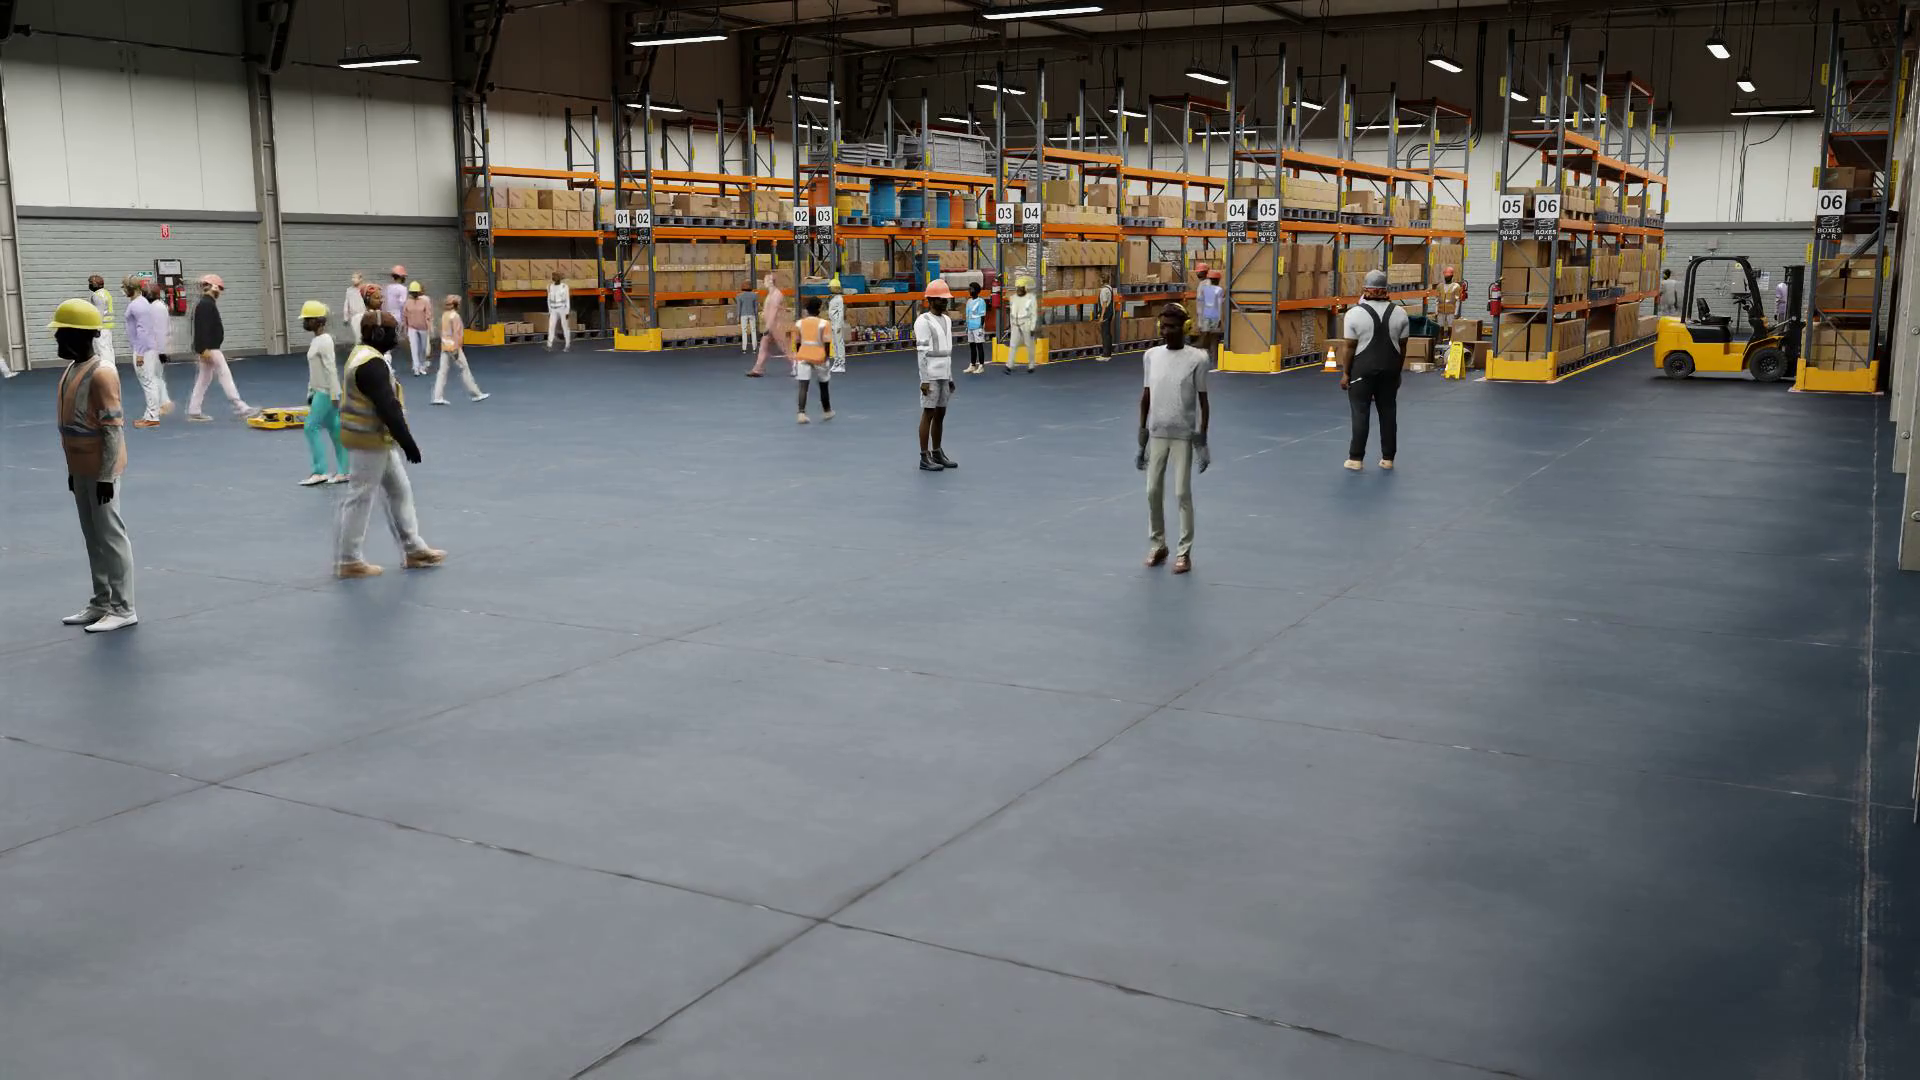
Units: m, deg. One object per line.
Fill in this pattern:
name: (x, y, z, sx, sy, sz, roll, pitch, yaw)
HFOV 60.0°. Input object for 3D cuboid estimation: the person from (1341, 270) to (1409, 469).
person: (4.207, -1.741, 17.032, 0.673, 2.000, 0.536, -1, 10, -7)

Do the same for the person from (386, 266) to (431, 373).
person: (-10.436, -4.118, 31.093, 0.630, 1.984, 1.066, 6, 12, 34)

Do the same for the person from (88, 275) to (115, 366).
person: (-15.070, -3.714, 29.167, 0.428, 1.842, 0.631, -2, 10, -13)

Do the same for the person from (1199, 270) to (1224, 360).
person: (5.205, -4.651, 34.517, 0.562, 1.895, 0.976, 8, 12, 37)

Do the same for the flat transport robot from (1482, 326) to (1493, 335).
flat transport robot: (14.648, -5.766, 45.770, 0.652, 0.197, 1.431, 7, 12, 34)

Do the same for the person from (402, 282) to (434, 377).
person: (-9.867, -3.851, 30.310, 0.540, 1.718, 0.912, -3, 10, -15)

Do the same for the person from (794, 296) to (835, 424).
person: (-1.913, -2.357, 21.773, 0.549, 1.646, 0.865, 3, 10, 18)

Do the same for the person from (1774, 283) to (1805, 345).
person: (18.404, -5.081, 36.954, 0.580, 1.919, 0.397, 5, 11, 25)

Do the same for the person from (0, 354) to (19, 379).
person: (-17.042, -3.595, 29.174, 0.535, 1.598, 0.826, 6, 11, 32)

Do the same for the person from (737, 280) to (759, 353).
person: (-4.767, -5.007, 37.345, 0.497, 1.633, 0.284, -4, 10, -20)

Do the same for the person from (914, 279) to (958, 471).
person: (-0.228, -1.676, 16.952, 0.359, 1.938, 0.547, 6, 11, 31)

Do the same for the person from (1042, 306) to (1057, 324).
person: (1.904, -5.205, 37.662, 0.629, 1.932, 0.373, 0, 10, -2)

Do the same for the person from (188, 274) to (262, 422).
person: (-9.795, -2.525, 21.958, 0.939, 1.924, 0.689, -6, 11, -32)

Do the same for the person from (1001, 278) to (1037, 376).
person: (1.118, -3.894, 30.405, 0.616, 1.771, 0.969, 6, 11, 30)

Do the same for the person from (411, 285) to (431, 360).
person: (-11.338, -4.574, 34.873, 0.511, 1.615, 0.519, 4, 10, 22)

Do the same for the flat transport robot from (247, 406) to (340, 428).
flat transport robot: (-8.331, -1.602, 21.392, 0.652, 0.197, 1.431, 10, 14, 44)

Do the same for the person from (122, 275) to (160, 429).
person: (-10.368, -2.378, 21.069, 0.375, 1.936, 0.628, -4, 11, -24)

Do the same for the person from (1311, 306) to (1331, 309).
person: (9.138, -5.815, 42.076, 0.542, 1.624, 0.360, 6, 12, 33)

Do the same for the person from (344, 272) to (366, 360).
person: (-12.329, -4.563, 34.092, 0.666, 1.854, 1.021, 3, 10, 19)

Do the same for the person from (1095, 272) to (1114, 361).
person: (3.009, -4.633, 34.536, 0.345, 1.846, 0.508, 4, 10, 20)

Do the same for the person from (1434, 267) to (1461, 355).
person: (10.627, -4.985, 36.315, 0.544, 1.943, 0.347, 7, 12, 36)

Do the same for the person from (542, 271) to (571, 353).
person: (-9.088, -5.137, 37.522, 0.599, 1.828, 0.978, 3, 10, 16)

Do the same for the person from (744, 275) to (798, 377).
person: (-3.327, -3.844, 29.942, 1.042, 1.860, 0.635, -3, 10, -20)

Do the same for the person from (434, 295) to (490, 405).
person: (-7.385, -2.793, 24.458, 0.855, 1.592, 0.536, -9, 13, -42)

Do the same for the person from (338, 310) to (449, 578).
person: (-3.895, -0.655, 11.373, 0.855, 1.807, 0.650, -4, 10, -20)

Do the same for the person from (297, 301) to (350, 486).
person: (-6.115, -1.384, 15.773, 0.635, 1.743, 0.547, -5, 11, -26)

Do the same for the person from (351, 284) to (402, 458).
person: (-6.197, -1.764, 17.634, 0.355, 1.882, 0.575, 1, 10, 8)

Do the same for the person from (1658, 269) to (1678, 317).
person: (18.474, -6.173, 43.569, 0.537, 1.834, 0.774, -3, 10, -15)

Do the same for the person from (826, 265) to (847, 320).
person: (-3.242, -6.230, 43.581, 0.614, 1.949, 0.552, 5, 11, 26)

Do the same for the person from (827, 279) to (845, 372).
person: (-2.345, -4.040, 31.357, 0.296, 1.745, 0.484, -4, 10, -22)

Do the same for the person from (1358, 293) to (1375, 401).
person: (6.240, -3.048, 25.076, 0.409, 1.909, 0.642, -2, 10, -9)

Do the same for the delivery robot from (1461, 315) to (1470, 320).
delivery robot: (13.734, -5.949, 45.741, 0.707, 0.478, 0.477, 0, 10, -3)

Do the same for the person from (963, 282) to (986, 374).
person: (0.279, -3.922, 30.807, 0.320, 1.697, 0.531, -6, 12, -33)

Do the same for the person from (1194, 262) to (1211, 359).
person: (5.132, -4.856, 35.268, 0.395, 2.038, 0.615, -1, 10, -7)

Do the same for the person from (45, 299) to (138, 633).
person: (-5.060, -0.431, 9.689, 0.587, 1.930, 0.363, 9, 13, 42)

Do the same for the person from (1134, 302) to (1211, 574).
person: (1.500, -0.696, 11.508, 0.560, 1.879, 0.433, 6, 11, 31)

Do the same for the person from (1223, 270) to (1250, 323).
person: (5.915, -4.816, 35.471, 0.588, 1.899, 0.664, 6, 11, 30)

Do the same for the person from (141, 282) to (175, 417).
person: (-10.842, -2.540, 22.350, 0.465, 1.820, 0.651, -7, 12, -35)
